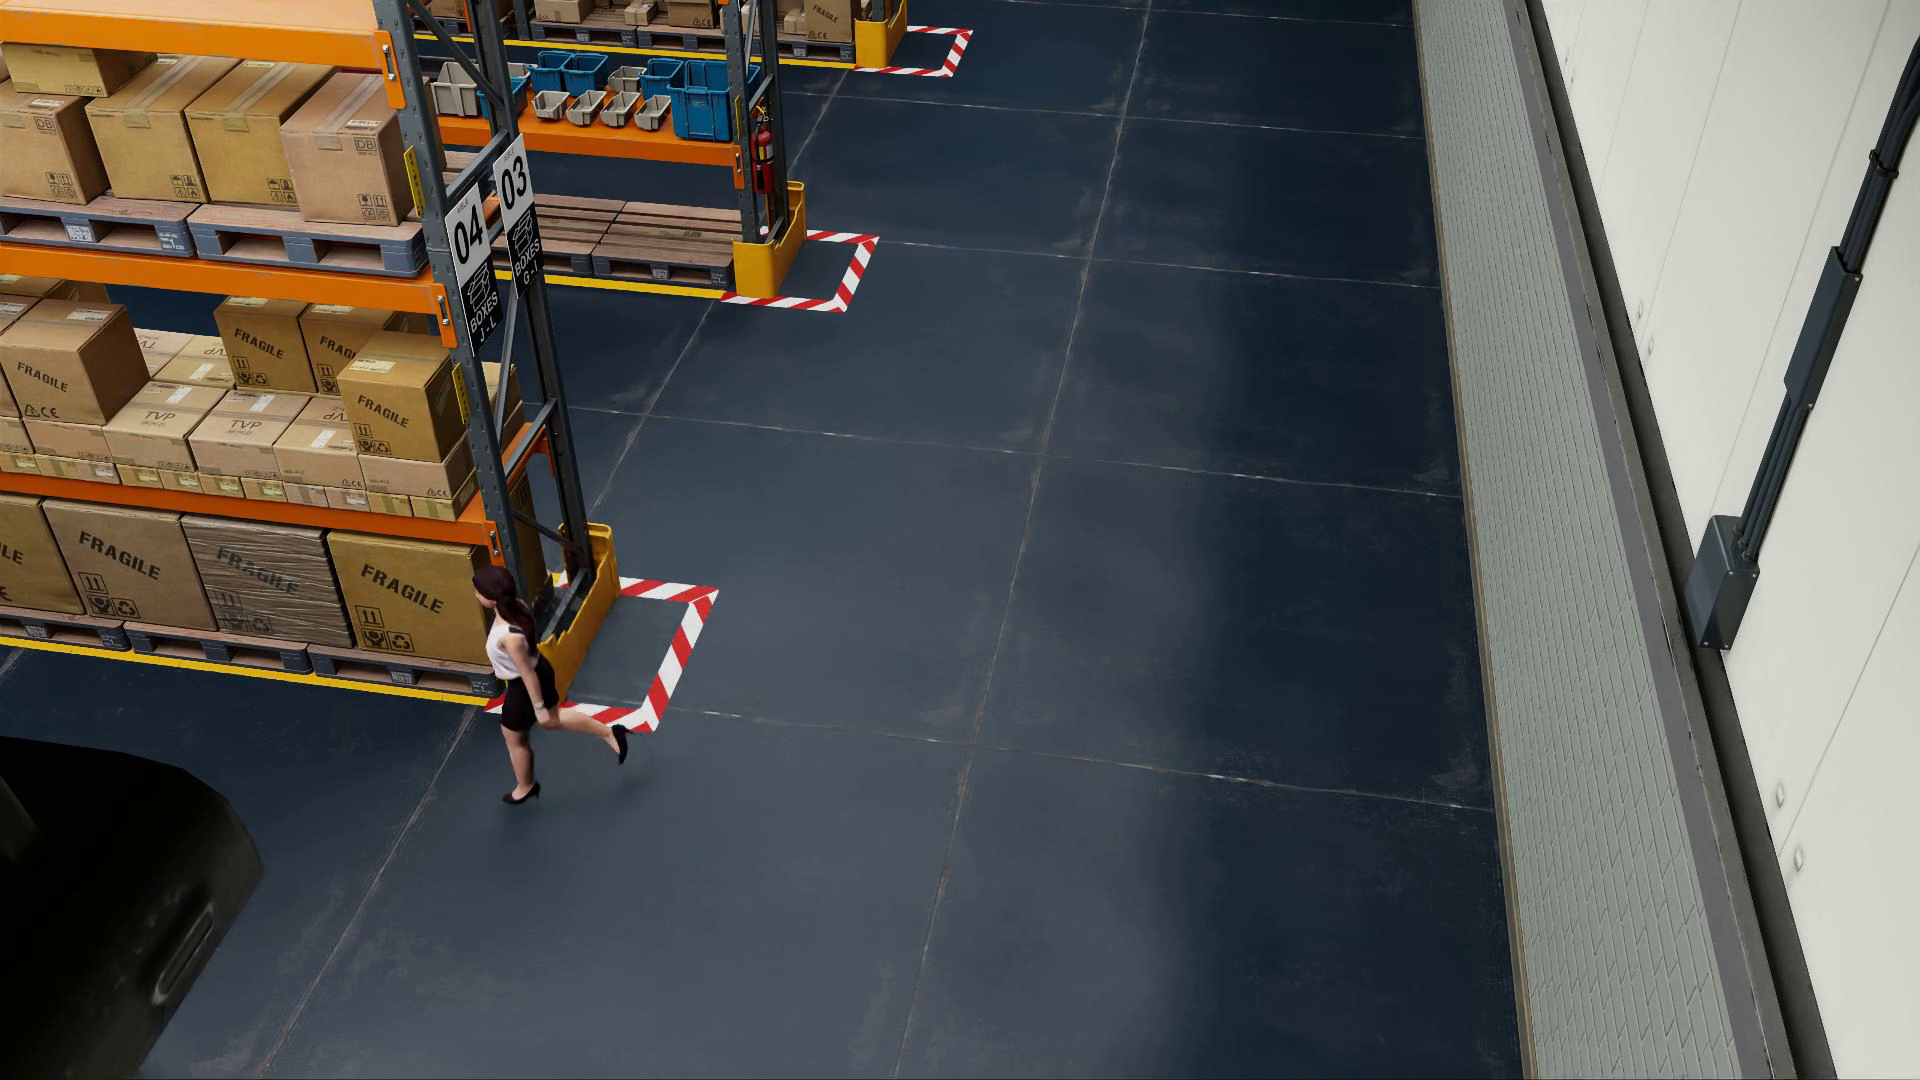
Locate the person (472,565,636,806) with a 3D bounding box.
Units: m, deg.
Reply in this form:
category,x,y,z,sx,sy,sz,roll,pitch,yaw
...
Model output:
category,x,y,z,sx,sy,sz,roll,pitch,yaw
person,-2.225,0.789,8.949,1.093,1.622,0.874,-11,39,-14
